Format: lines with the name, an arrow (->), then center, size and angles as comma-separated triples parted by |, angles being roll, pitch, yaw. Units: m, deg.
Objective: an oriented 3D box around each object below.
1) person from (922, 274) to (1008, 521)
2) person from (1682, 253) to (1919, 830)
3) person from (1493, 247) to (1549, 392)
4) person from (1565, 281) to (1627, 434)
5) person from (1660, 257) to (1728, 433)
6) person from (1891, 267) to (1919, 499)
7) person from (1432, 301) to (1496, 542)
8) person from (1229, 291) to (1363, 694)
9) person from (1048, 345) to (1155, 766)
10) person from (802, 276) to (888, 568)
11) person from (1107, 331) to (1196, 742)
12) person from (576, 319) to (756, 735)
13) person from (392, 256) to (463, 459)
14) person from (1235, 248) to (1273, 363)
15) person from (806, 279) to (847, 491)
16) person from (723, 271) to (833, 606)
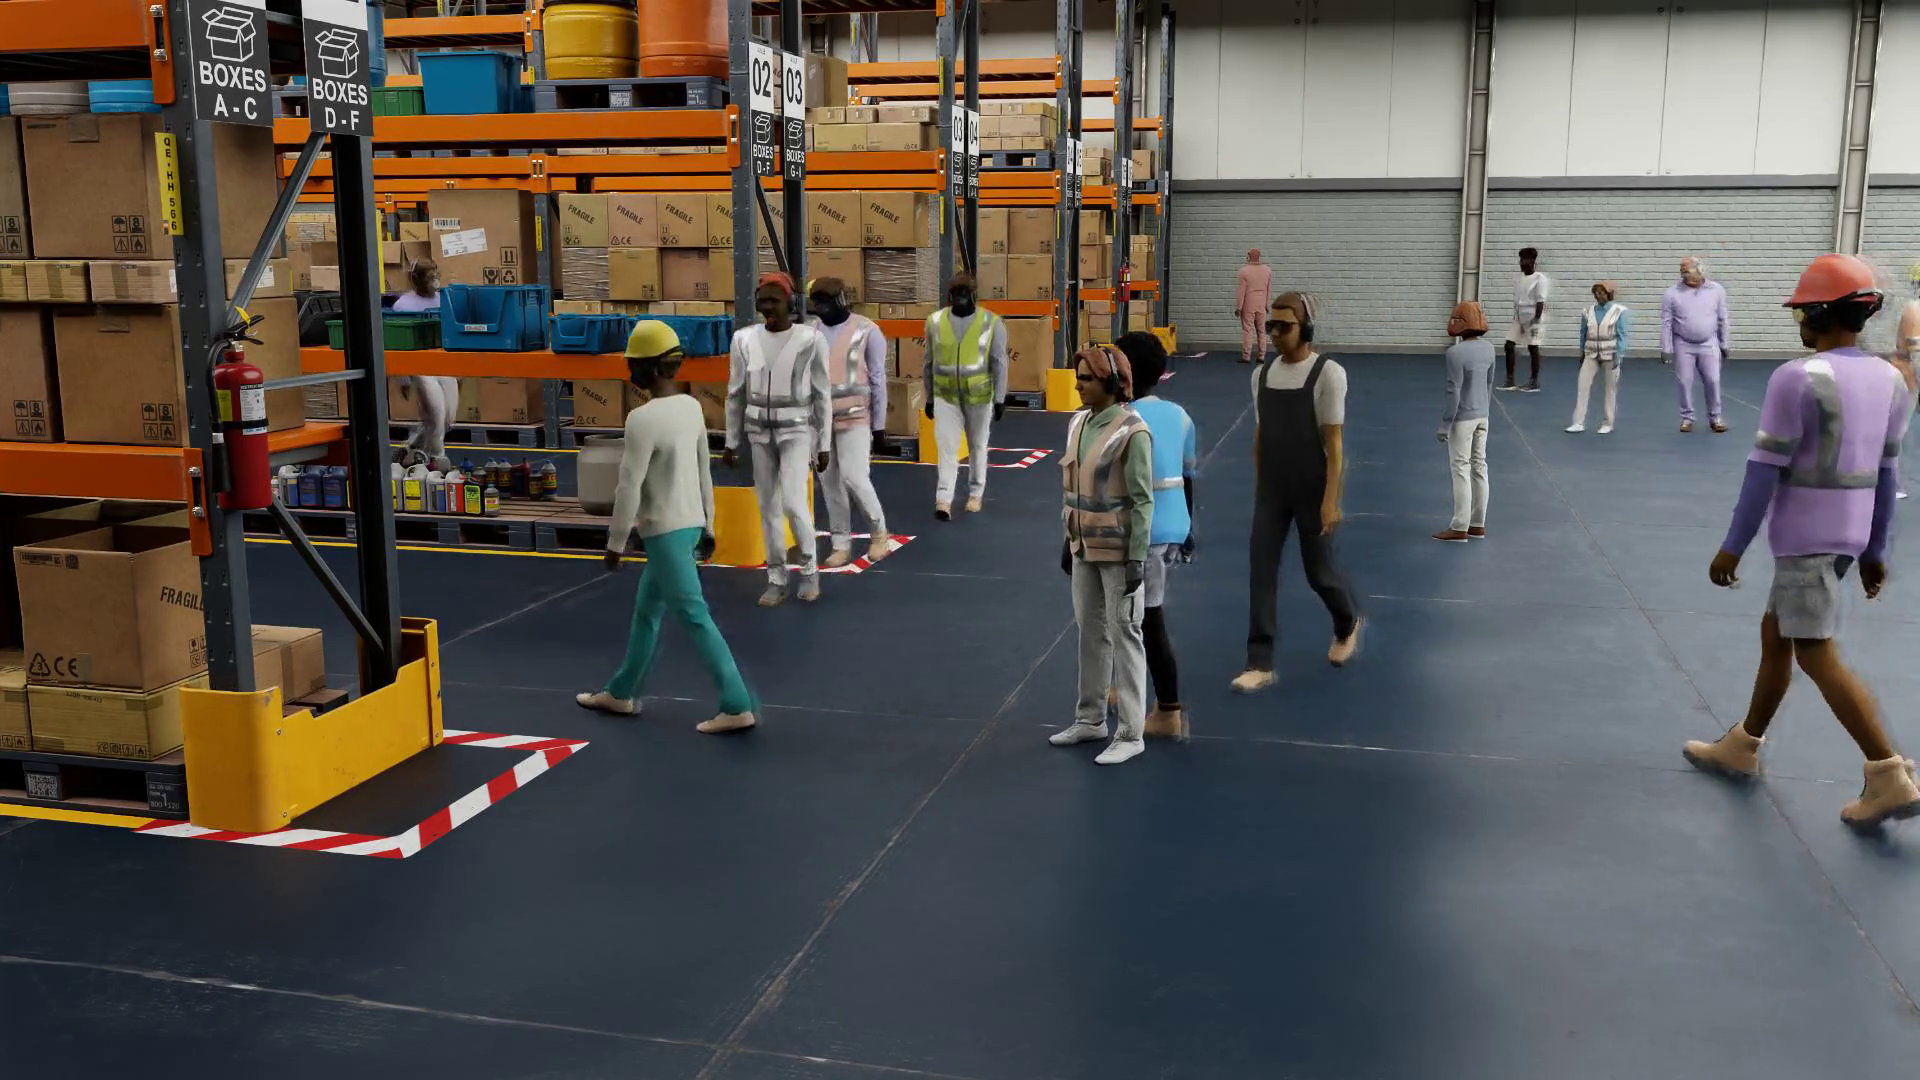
person -> 0.027, -1.046, 12.224 | 0.652, 1.789, 0.947 | 2, 10, 10
person -> 3.090, -0.009, 5.921 | 0.625, 2.006, 1.014 | -6, 12, -29
person -> 7.500, -2.938, 22.270 | 0.759, 1.939, 0.644 | -5, 11, -24
person -> 6.678, -1.893, 17.421 | 0.751, 1.609, 0.541 | -10, 14, -44
person -> 7.795, -2.066, 17.680 | 0.699, 1.865, 0.440 | 3, 11, 15
person -> 7.612, -1.237, 13.000 | 0.892, 1.889, 0.610 | 9, 13, 39
person -> 3.431, -0.801, 11.302 | 0.498, 1.634, 0.281 | -8, 13, -39
person -> 1.578, -0.233, 7.645 | 0.513, 1.822, 0.826 | 9, 14, 41
person -> 0.568, 0.058, 6.527 | 0.312, 1.639, 0.518 | -6, 12, -29
person -> -0.772, -0.729, 10.405 | 0.623, 1.823, 0.430 | 5, 11, 24
person -> 0.685, -0.024, 6.904 | 0.719, 1.666, 0.547 | 8, 13, 38
person -> -1.232, -0.050, 6.898 | 0.904, 1.714, 0.540 | 3, 11, 18
person -> -4.368, -1.351, 13.574 | 0.766, 1.917, 0.637 | 6, 12, 29
person -> 4.868, -3.896, 27.696 | 0.636, 1.911, 0.405 | -4, 11, -20
person -> -1.139, -1.213, 13.338 | 0.497, 1.732, 0.383 | 1, 10, 3
person -> -1.014, -0.547, 9.257 | 0.593, 1.873, 0.417 | 3, 11, 18
